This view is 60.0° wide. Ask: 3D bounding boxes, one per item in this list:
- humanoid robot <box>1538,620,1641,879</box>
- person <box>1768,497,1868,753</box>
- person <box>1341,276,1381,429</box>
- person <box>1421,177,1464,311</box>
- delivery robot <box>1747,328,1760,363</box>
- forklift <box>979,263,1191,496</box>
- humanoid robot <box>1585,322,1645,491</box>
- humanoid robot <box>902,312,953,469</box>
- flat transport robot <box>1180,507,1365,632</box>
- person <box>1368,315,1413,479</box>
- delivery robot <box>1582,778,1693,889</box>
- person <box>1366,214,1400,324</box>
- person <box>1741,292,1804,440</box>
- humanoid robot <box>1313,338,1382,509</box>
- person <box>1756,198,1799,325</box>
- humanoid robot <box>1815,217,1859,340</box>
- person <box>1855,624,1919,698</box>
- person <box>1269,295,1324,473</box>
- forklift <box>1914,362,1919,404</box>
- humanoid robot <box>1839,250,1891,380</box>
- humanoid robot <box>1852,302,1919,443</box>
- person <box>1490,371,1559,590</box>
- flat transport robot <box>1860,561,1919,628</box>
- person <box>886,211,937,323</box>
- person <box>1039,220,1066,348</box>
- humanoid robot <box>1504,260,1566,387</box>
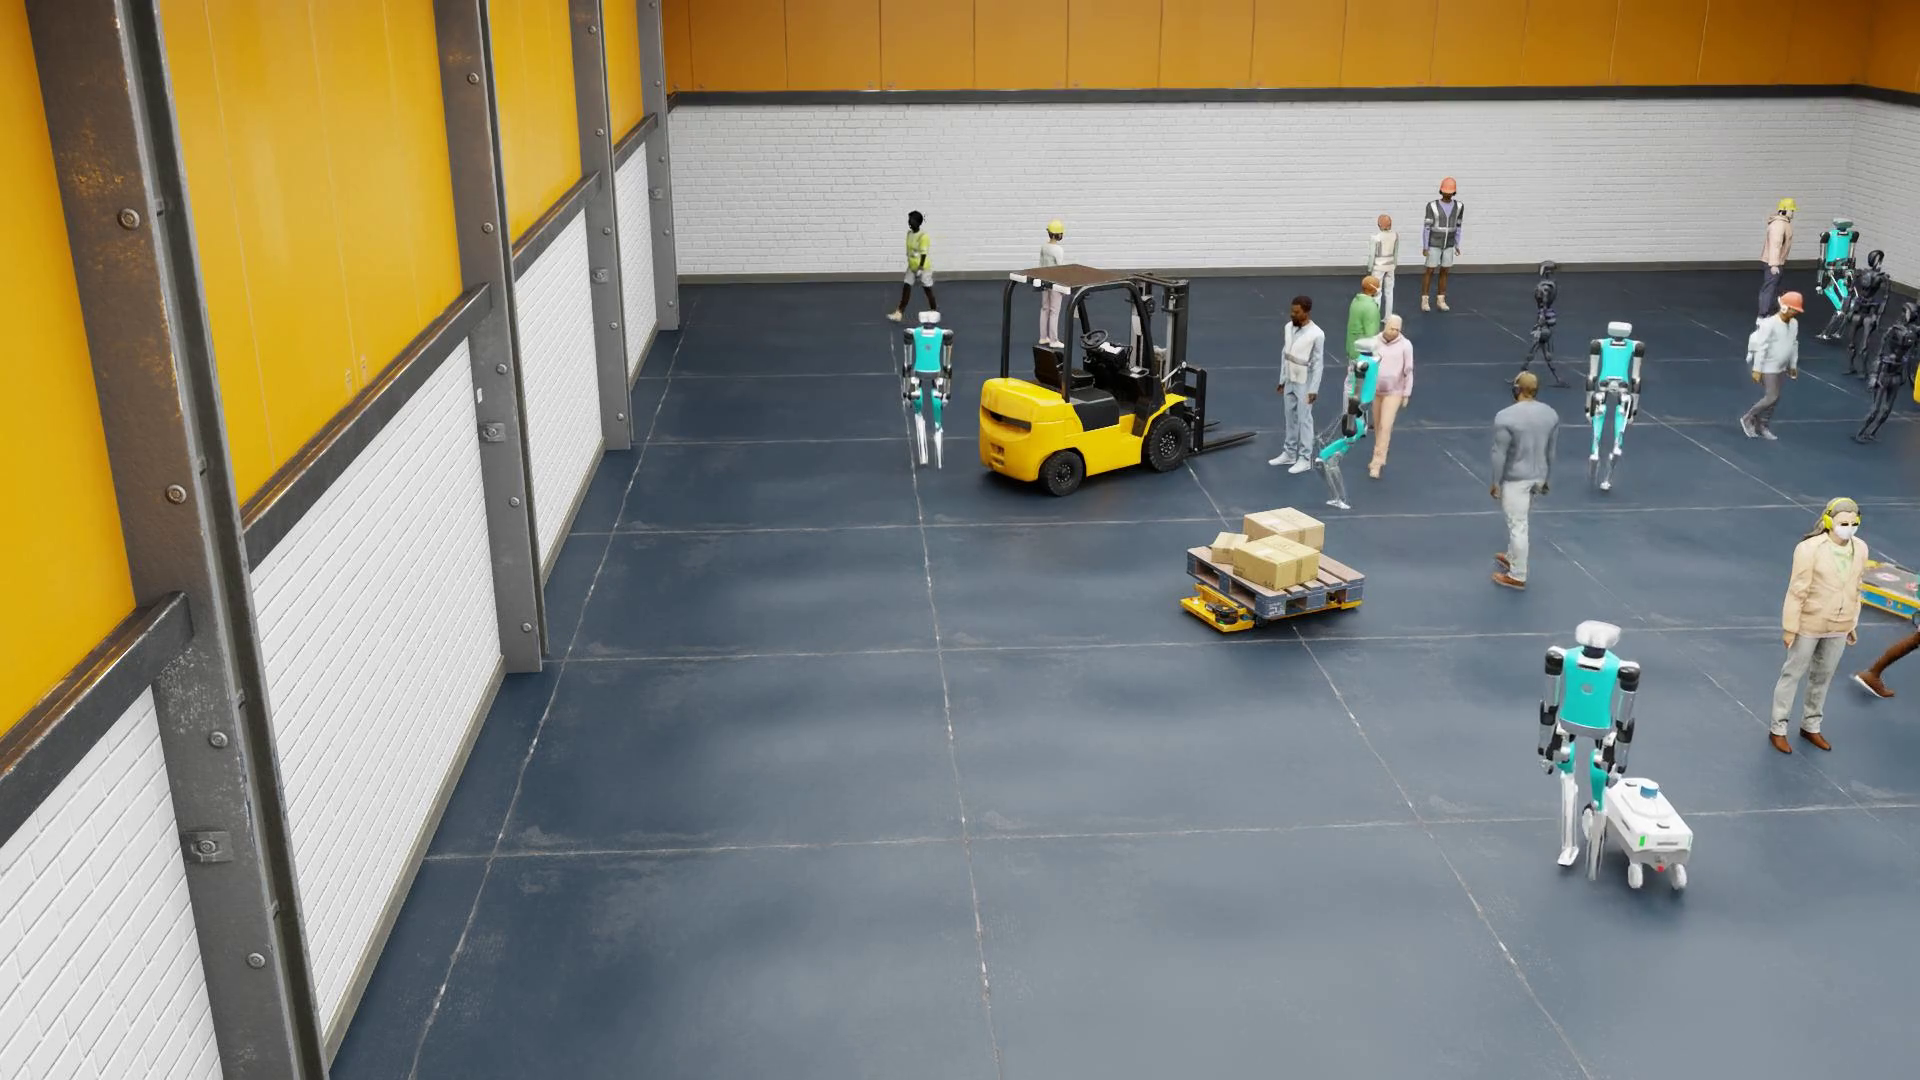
[{"bbox_3d":[3.812,1.282,10.113,0.534,1.845,0.783,12,23,29],"label":"humanoid robot"},{"bbox_3d":[6.041,0.585,11.704,0.568,1.875,0.398,-3,20,-7],"label":"person"},{"bbox_3d":[4.703,-2.197,19.416,0.384,1.781,0.551,-4,21,-10],"label":"person"},{"bbox_3d":[7.345,-4.494,25.314,0.607,2.035,0.400,-3,20,-7],"label":"person"},{"bbox_3d":[10.942,-2.688,22.508,0.499,0.576,0.751,16,25,36],"label":"delivery robot"},{"bbox_3d":[1.315,-1.764,17.646,2.313,2.155,1.214,-14,24,-33],"label":"forklift"},{"bbox_3d":[6.668,-1.244,17.044,0.540,1.887,0.765,6,21,16],"label":"humanoid robot"},{"bbox_3d":[-0.346,-1.576,17.919,0.546,1.883,0.731,0,20,0],"label":"humanoid robot"},{"bbox_3d":[2.679,0.492,14.286,1.431,0.231,0.659,-9,22,-24],"label":"flat transport robot"},{"bbox_3d":[4.455,-1.528,17.633,0.548,1.739,0.856,14,24,33],"label":"person"},{"bbox_3d":[4.251,1.779,10.366,0.499,0.595,0.781,0,20,0],"label":"delivery robot"},{"bbox_3d":[6.190,-3.950,24.402,0.514,1.636,0.313,-7,21,-19],"label":"person"},{"bbox_3d":[9.259,-1.966,18.863,0.583,1.723,0.377,-13,24,-31],"label":"person"},{"bbox_3d":[3.817,-1.146,16.668,0.663,1.832,0.536,12,23,29],"label":"humanoid robot"},{"bbox_3d":[11.979,-4.092,24.456,0.404,1.865,0.817,11,23,27],"label":"person"},{"bbox_3d":[12.250,-3.593,23.093,0.533,1.677,0.735,-1,20,-4],"label":"humanoid robot"},{"bbox_3d":[7.240,0.441,12.211,0.973,1.802,0.502,15,25,35],"label":"person"},{"bbox_3d":[3.645,-1.682,17.823,0.374,1.914,0.595,-10,22,-25],"label":"person"},{"bbox_3d":[12.602,-2.435,19.475,2.313,2.155,1.214,-1,20,-4],"label":"forklift"},{"bbox_3d":[11.722,-2.936,21.573,0.358,1.646,0.592,-12,23,-29],"label":"humanoid robot"},{"bbox_3d":[10.479,-1.882,18.731,0.592,1.640,0.393,-6,21,-16],"label":"humanoid robot"},{"bbox_3d":[4.959,-0.542,14.761,0.628,1.897,0.688,-9,22,-22],"label":"person"},{"bbox_3d":[8.158,0.489,14.295,0.659,0.231,1.431,-11,23,-27],"label":"flat transport robot"},{"bbox_3d":[-0.692,-4.011,24.533,0.847,1.656,0.561,-13,24,-32],"label":"person"},{"bbox_3d":[1.311,-3.564,23.164,0.320,1.767,0.532,-12,23,-29],"label":"person"},{"bbox_3d":[7.398,-2.731,21.087,0.776,1.629,0.589,6,21,16],"label":"humanoid robot"}]
